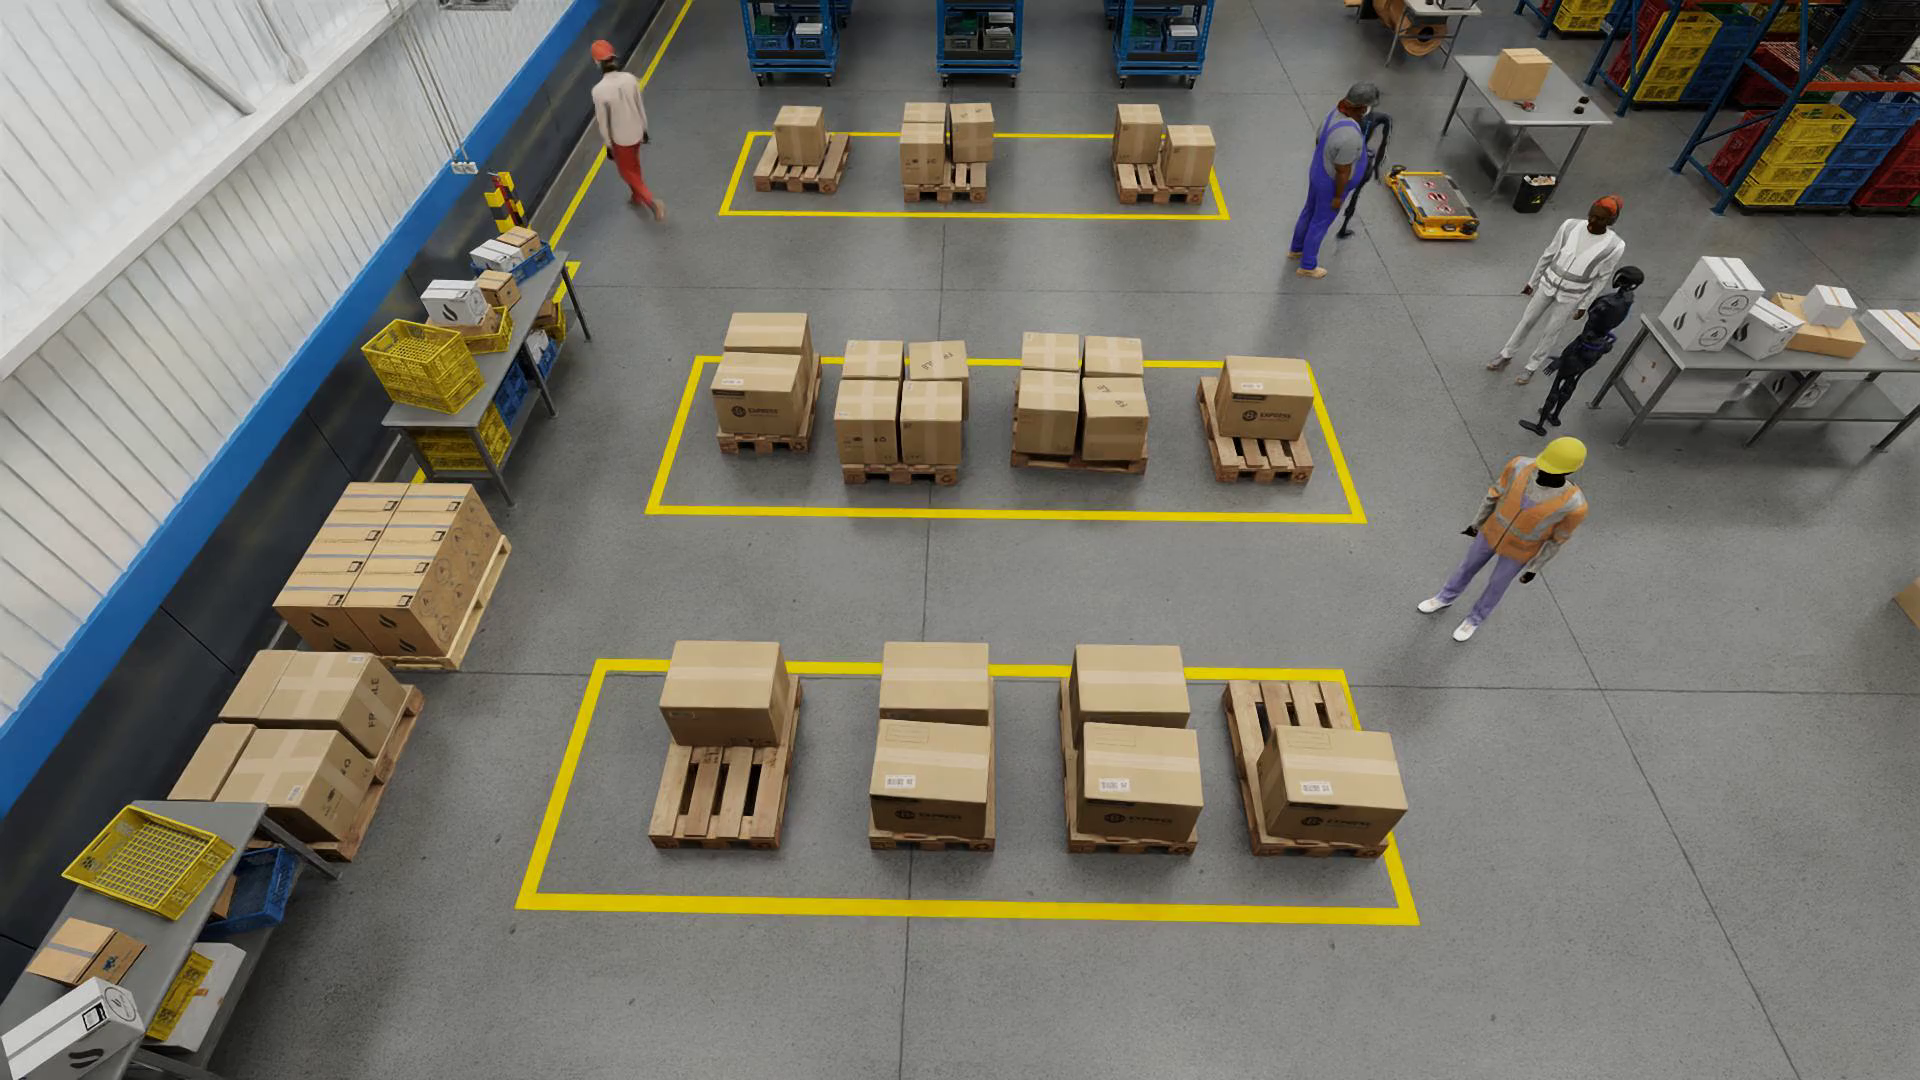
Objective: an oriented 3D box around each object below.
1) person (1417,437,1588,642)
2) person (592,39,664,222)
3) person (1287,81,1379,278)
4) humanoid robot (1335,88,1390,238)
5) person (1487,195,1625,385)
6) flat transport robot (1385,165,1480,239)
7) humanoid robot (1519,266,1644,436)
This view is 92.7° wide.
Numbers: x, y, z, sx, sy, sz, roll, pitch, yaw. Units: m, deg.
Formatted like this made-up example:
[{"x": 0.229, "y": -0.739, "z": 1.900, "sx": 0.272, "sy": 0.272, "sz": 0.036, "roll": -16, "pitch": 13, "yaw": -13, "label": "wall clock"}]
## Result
[{"x": 3.842, "y": 0.011, "z": 6.427, "sx": 0.384, "sy": 1.927, "sz": 0.587, "roll": -24, "pitch": 53, "yaw": -19, "label": "person"}, {"x": -3.767, "y": -4.592, "z": 10.397, "sx": 0.802, "sy": 1.952, "sz": 0.631, "roll": 27, "pitch": 54, "yaw": 22, "label": "person"}, {"x": 3.943, "y": -3.784, "z": 9.638, "sx": 0.536, "sy": 2.000, "sz": 0.687, "roll": -3, "pitch": 49, "yaw": -2, "label": "person"}, {"x": 4.363, "y": -4.199, "z": 10.232, "sx": 0.718, "sy": 1.630, "sz": 0.488, "roll": 5, "pitch": 49, "yaw": 4, "label": "humanoid robot"}, {"x": 5.526, "y": -2.286, "z": 8.444, "sx": 0.337, "sy": 1.882, "sz": 0.583, "roll": -32, "pitch": 56, "yaw": -24, "label": "person"}, {"x": 5.692, "y": -4.094, "z": 11.059, "sx": 0.652, "sy": 0.197, "sz": 1.431, "roll": 1, "pitch": 49, "yaw": 1, "label": "flat transport robot"}, {"x": 5.444, "y": -1.647, "z": 8.018, "sx": 0.613, "sy": 1.657, "sz": 0.308, "roll": -25, "pitch": 54, "yaw": -20, "label": "humanoid robot"}]
